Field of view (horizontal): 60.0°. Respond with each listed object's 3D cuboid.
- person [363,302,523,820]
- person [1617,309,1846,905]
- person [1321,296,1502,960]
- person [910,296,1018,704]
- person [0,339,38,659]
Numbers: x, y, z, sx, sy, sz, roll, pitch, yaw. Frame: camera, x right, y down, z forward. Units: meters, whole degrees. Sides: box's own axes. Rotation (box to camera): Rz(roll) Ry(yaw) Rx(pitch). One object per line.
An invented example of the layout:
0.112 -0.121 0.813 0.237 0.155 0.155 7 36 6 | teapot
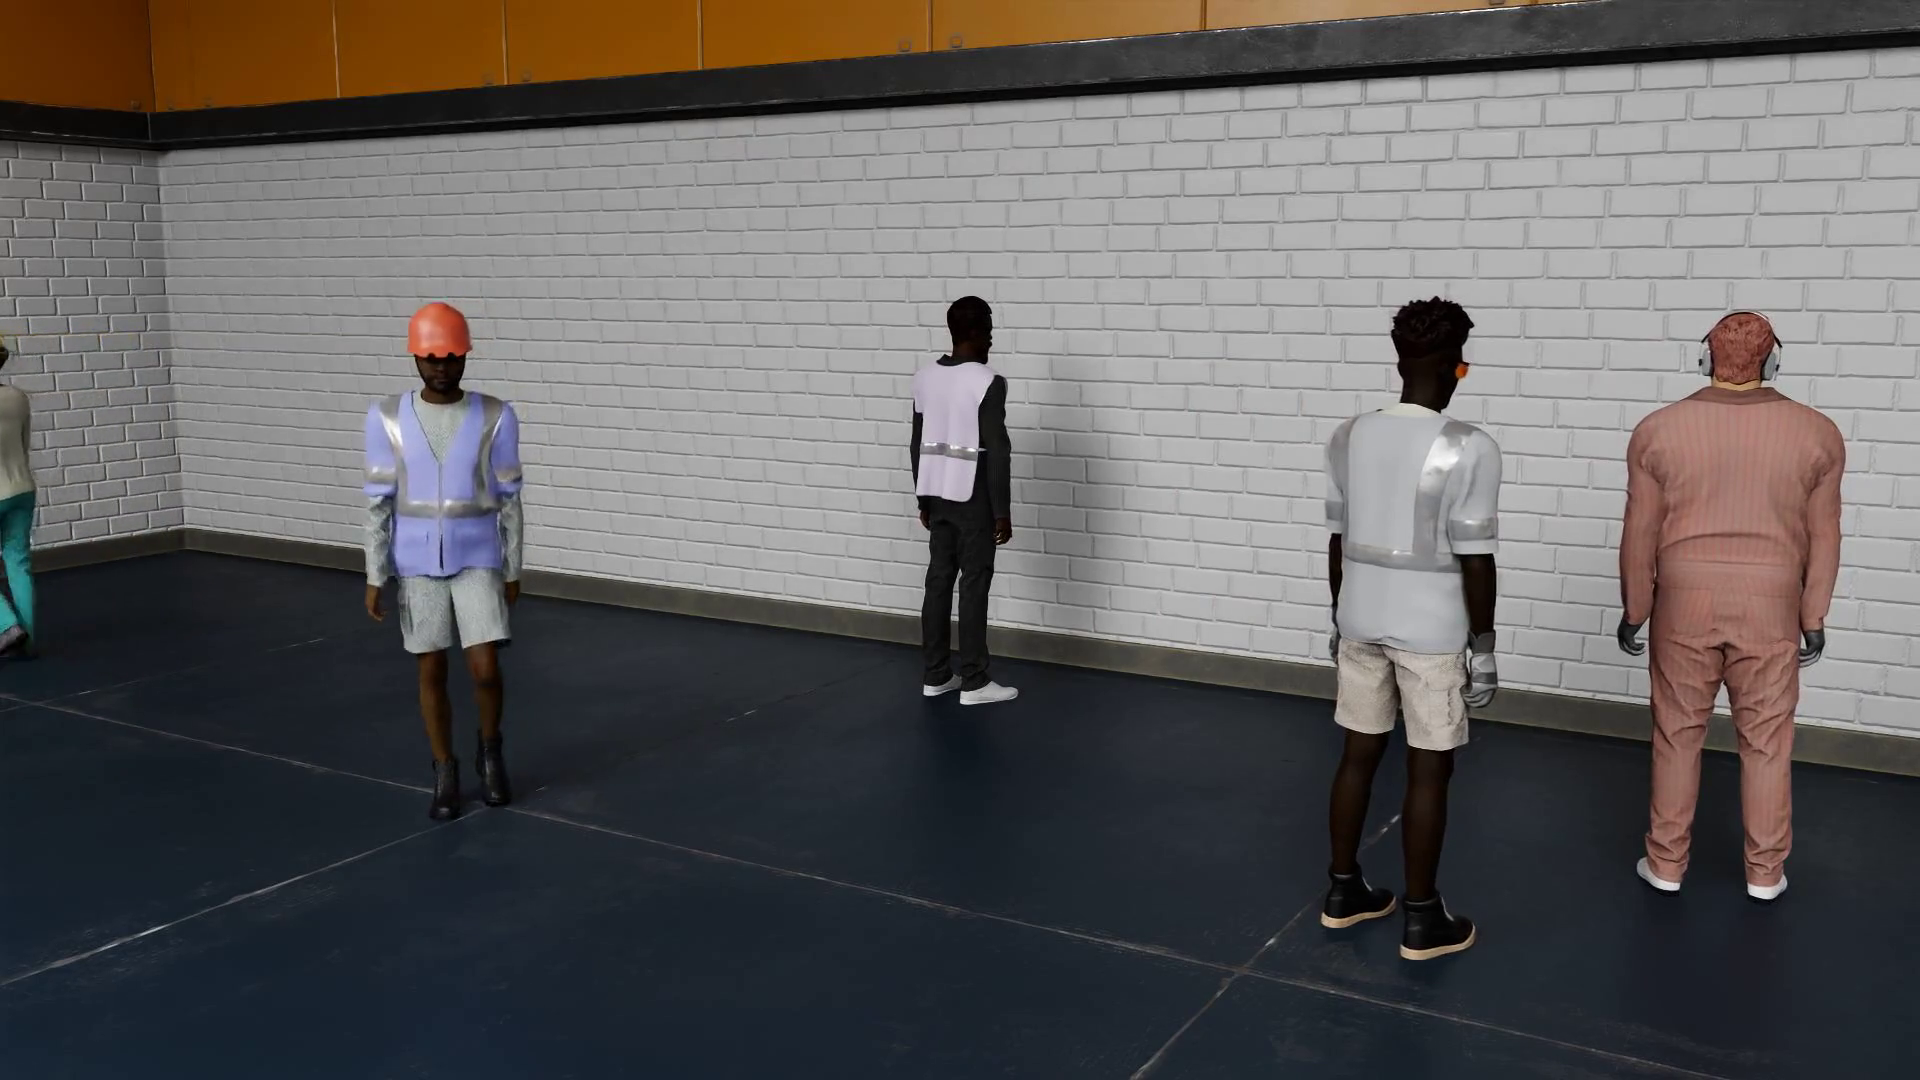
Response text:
-1.892 0.094 6.122 0.566 1.922 0.429 -2 9 -11 | person
2.463 0.219 5.371 0.643 1.910 0.400 3 10 20 | person
1.345 0.258 4.972 0.375 1.958 0.606 -7 11 -36 | person
0.002 -0.184 7.855 0.370 1.916 0.597 -9 12 -43 | person
-5.023 -0.228 8.642 0.370 1.754 0.529 2 9 15 | person
